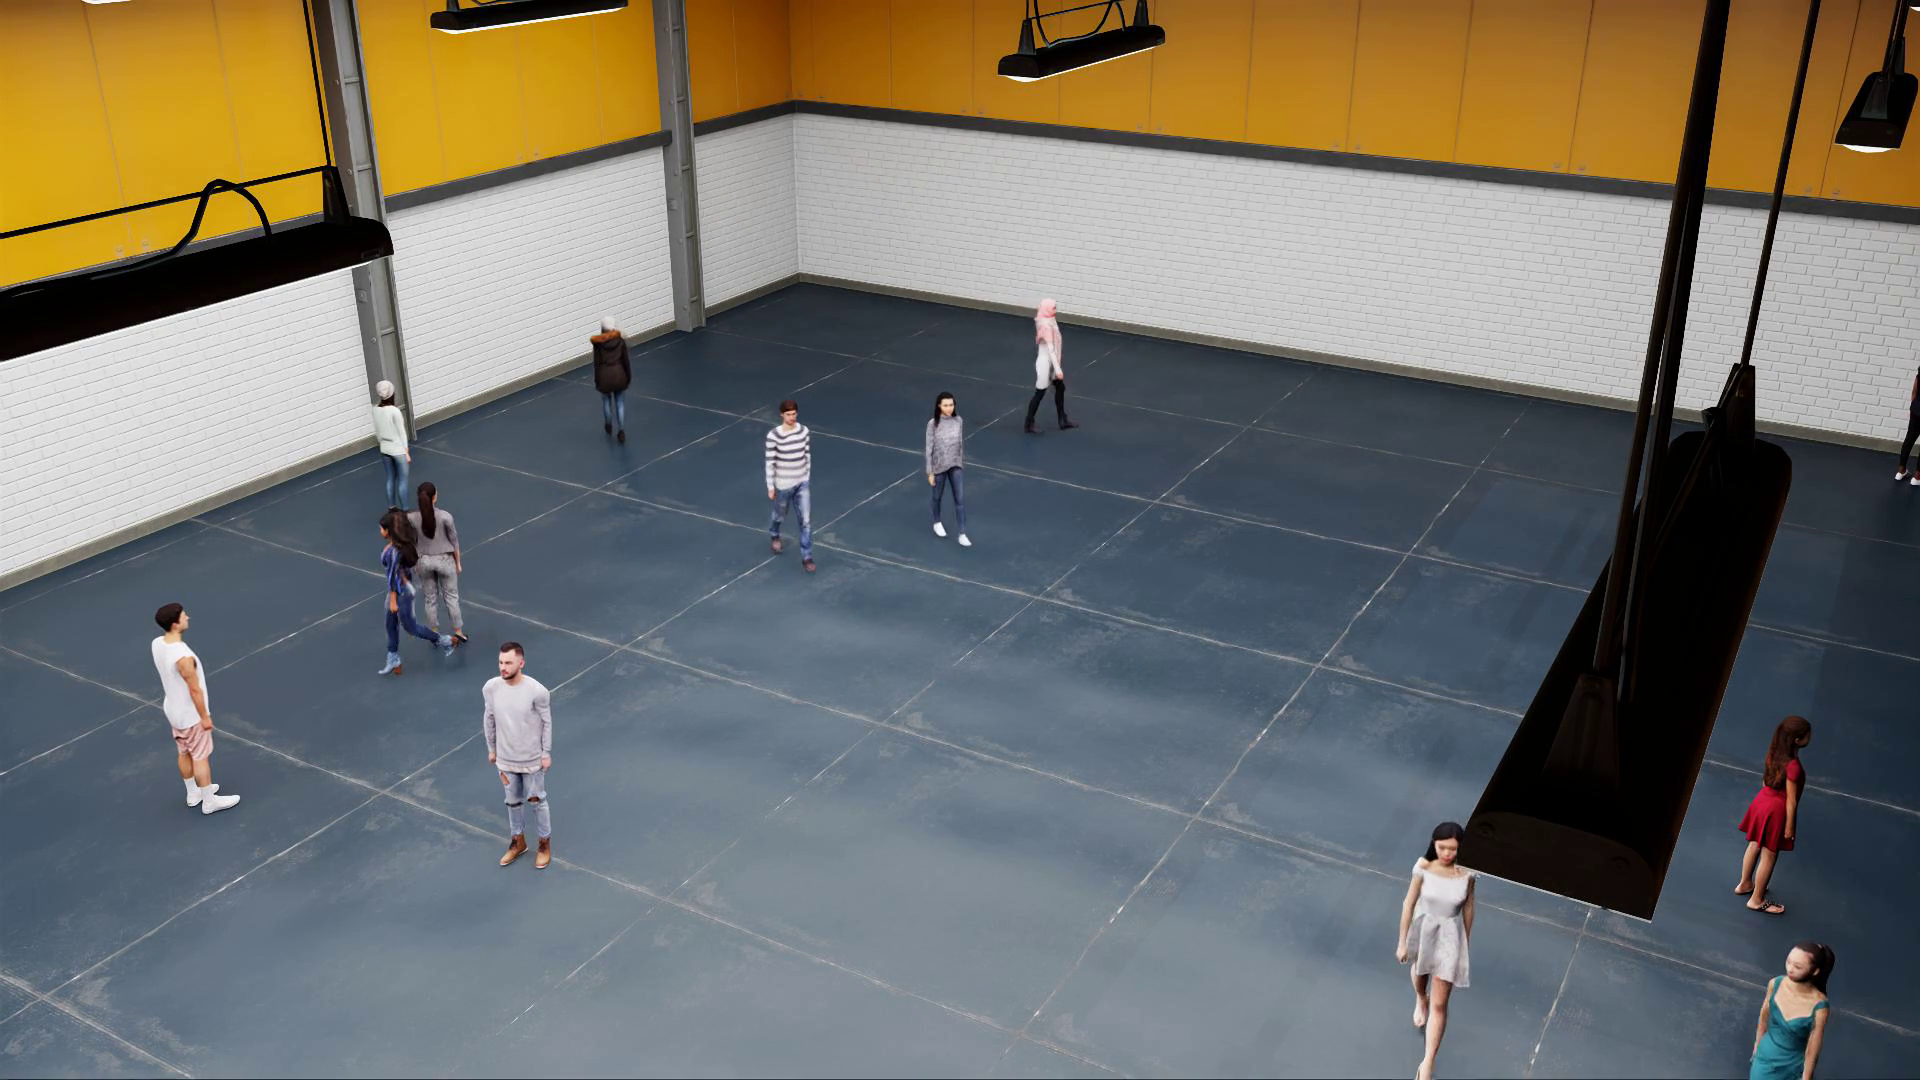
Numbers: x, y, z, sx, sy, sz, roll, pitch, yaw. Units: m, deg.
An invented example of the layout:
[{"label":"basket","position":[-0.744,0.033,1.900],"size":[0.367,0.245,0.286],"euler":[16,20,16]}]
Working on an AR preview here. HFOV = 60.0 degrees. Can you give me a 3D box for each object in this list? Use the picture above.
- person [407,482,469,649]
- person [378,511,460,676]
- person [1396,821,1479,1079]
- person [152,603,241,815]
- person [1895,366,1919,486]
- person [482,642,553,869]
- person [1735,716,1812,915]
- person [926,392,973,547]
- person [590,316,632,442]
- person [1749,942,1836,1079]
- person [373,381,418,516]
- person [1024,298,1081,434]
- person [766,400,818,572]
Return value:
[{"label":"person","position":[-4.984,0.242,15.831],"size":[0.721,1.680,0.753],"euler":[-1,24,-3]},{"label":"person","position":[-5.078,0.510,15.325],"size":[1.079,1.595,0.973],"euler":[-10,26,-22]},{"label":"person","position":[3.008,2.516,10.579],"size":[0.826,1.721,1.240],"euler":[6,24,14]},{"label":"person","position":[-6.149,1.335,13.196],"size":[0.674,1.788,0.629],"euler":[18,29,36]},{"label":"person","position":[11.498,-1.513,19.785],"size":[0.750,1.729,0.714],"euler":[-10,26,-23]},{"label":"person","position":[-3.315,1.597,12.531],"size":[0.758,1.841,0.713],"euler":[3,24,8]},{"label":"person","position":[5.907,1.961,12.055],"size":[0.731,1.554,0.670],"euler":[-1,24,-2]},{"label":"person","position":[-0.189,-0.821,18.237],"size":[1.024,1.701,1.063],"euler":[-7,25,-17]},{"label":"person","position":[-4.392,-2.026,21.103],"size":[0.960,1.613,0.998],"euler":[-9,25,-19]},{"label":"person","position":[4.772,3.005,9.521],"size":[0.865,1.671,0.762],"euler":[-13,27,-27]},{"label":"person","position":[-6.381,-1.016,18.750],"size":[0.561,1.647,0.498],"euler":[12,26,25]},{"label":"person","position":[1.007,-2.195,21.287],"size":[0.954,1.775,1.005],"euler":[3,24,6]},{"label":"person","position":[-1.836,-0.627,17.658],"size":[1.230,1.809,1.175],"euler":[-10,26,-22]}]
